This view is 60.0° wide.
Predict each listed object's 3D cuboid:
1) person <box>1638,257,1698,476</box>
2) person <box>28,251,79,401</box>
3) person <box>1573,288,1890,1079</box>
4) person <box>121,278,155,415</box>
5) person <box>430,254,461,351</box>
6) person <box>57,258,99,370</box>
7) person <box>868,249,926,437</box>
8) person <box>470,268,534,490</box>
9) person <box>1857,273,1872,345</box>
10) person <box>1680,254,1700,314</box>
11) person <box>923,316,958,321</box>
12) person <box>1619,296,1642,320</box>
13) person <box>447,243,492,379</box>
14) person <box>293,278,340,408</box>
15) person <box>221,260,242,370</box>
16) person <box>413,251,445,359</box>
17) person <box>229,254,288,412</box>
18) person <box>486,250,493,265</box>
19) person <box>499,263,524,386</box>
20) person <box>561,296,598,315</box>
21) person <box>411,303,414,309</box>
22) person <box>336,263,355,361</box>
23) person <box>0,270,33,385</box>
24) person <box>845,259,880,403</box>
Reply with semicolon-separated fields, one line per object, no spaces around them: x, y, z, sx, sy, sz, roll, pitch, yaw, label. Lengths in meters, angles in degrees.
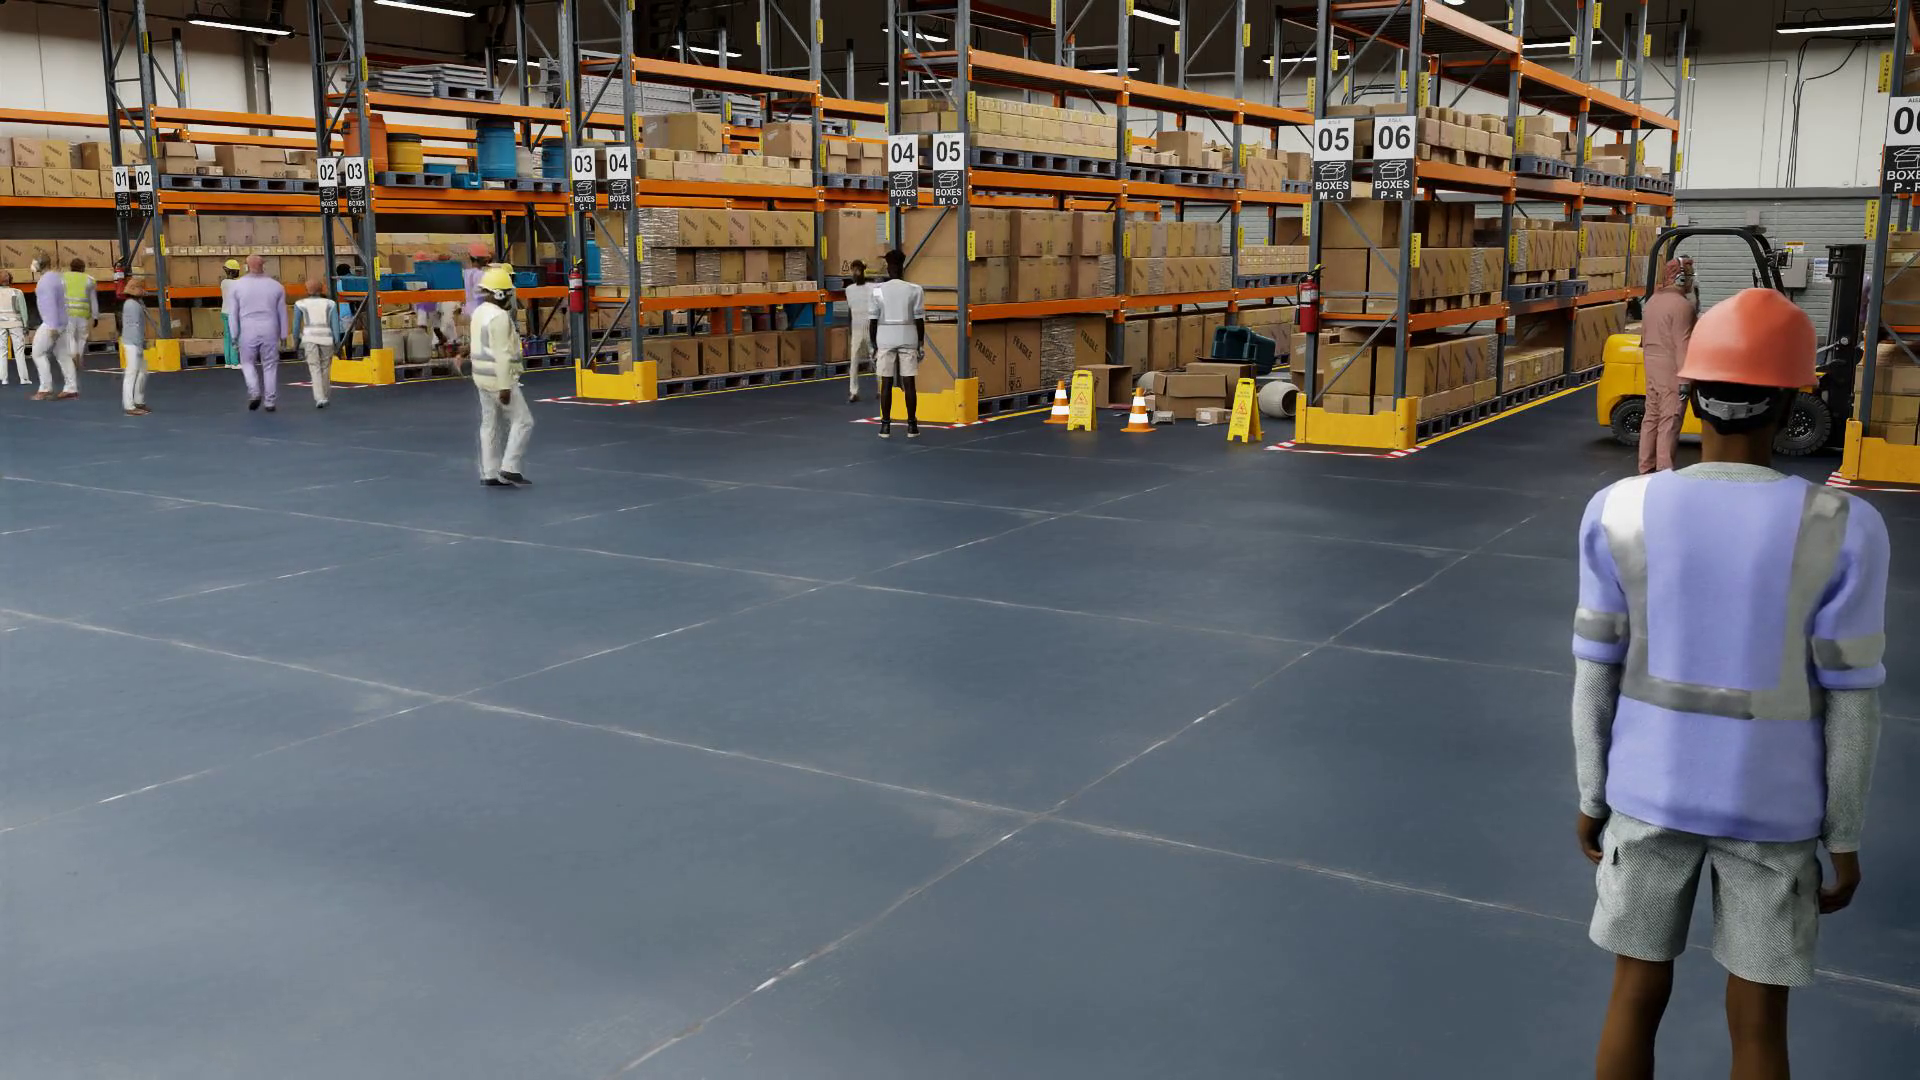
5.769;-1.323;13.478;0.409;1.907;0.650;-1;10;-4;person
-11.762;-2.736;21.344;0.723;1.914;0.665;-4;11;-21;person
1.459;0.492;3.220;0.543;1.939;0.355;6;12;32;person
-9.742;-2.280;19.658;0.414;1.610;0.519;-7;12;-34;person
-9.397;-4.284;30.262;0.584;1.846;0.967;6;12;30;person
-14.012;-3.567;26.379;0.671;1.805;0.781;-5;11;-25;person
-0.658;-2.044;17.363;0.602;1.960;0.368;0;10;-3;person
-3.735;-1.310;13.642;0.511;1.815;0.624;-7;12;-35;person
12.772;-3.174;23.822;0.589;1.918;0.404;6;12;29;person
13.174;-4.289;30.276;0.568;1.828;0.696;-1;10;-7;person
-0.250;-3.020;22.631;0.604;2.038;0.404;3;11;18;person
12.482;-4.383;30.756;1.055;1.848;0.622;9;14;43;person
-7.052;-3.274;24.084;0.644;2.026;0.611;-6;12;-30;person
-7.970;-2.444;20.618;0.528;1.599;0.844;-5;11;-26;person
-11.688;-3.621;26.770;0.518;1.757;0.341;8;13;39;person
-8.974;-3.935;28.135;0.551;1.910;0.874;1;10;4;person
-8.460;-2.491;20.065;0.673;1.889;0.526;-6;12;-31;person
-10.682;-5.599;37.588;0.587;1.851;0.850;3;11;16;person
-6.344;-3.006;23.358;0.312;1.743;0.493;3;11;17;person
-6.867;-4.263;30.233;0.628;1.812;0.781;6;12;28;person
-11.235;-5.020;34.578;0.532;1.768;0.311;6;12;31;person
-9.985;-3.634;26.998;0.537;1.698;0.320;8;13;37;person
-13.561;-3.019;23.721;0.514;1.641;0.307;-3;10;-14;person
-1.210;-2.693;21.376;0.506;1.835;0.901;3;11;18;person
